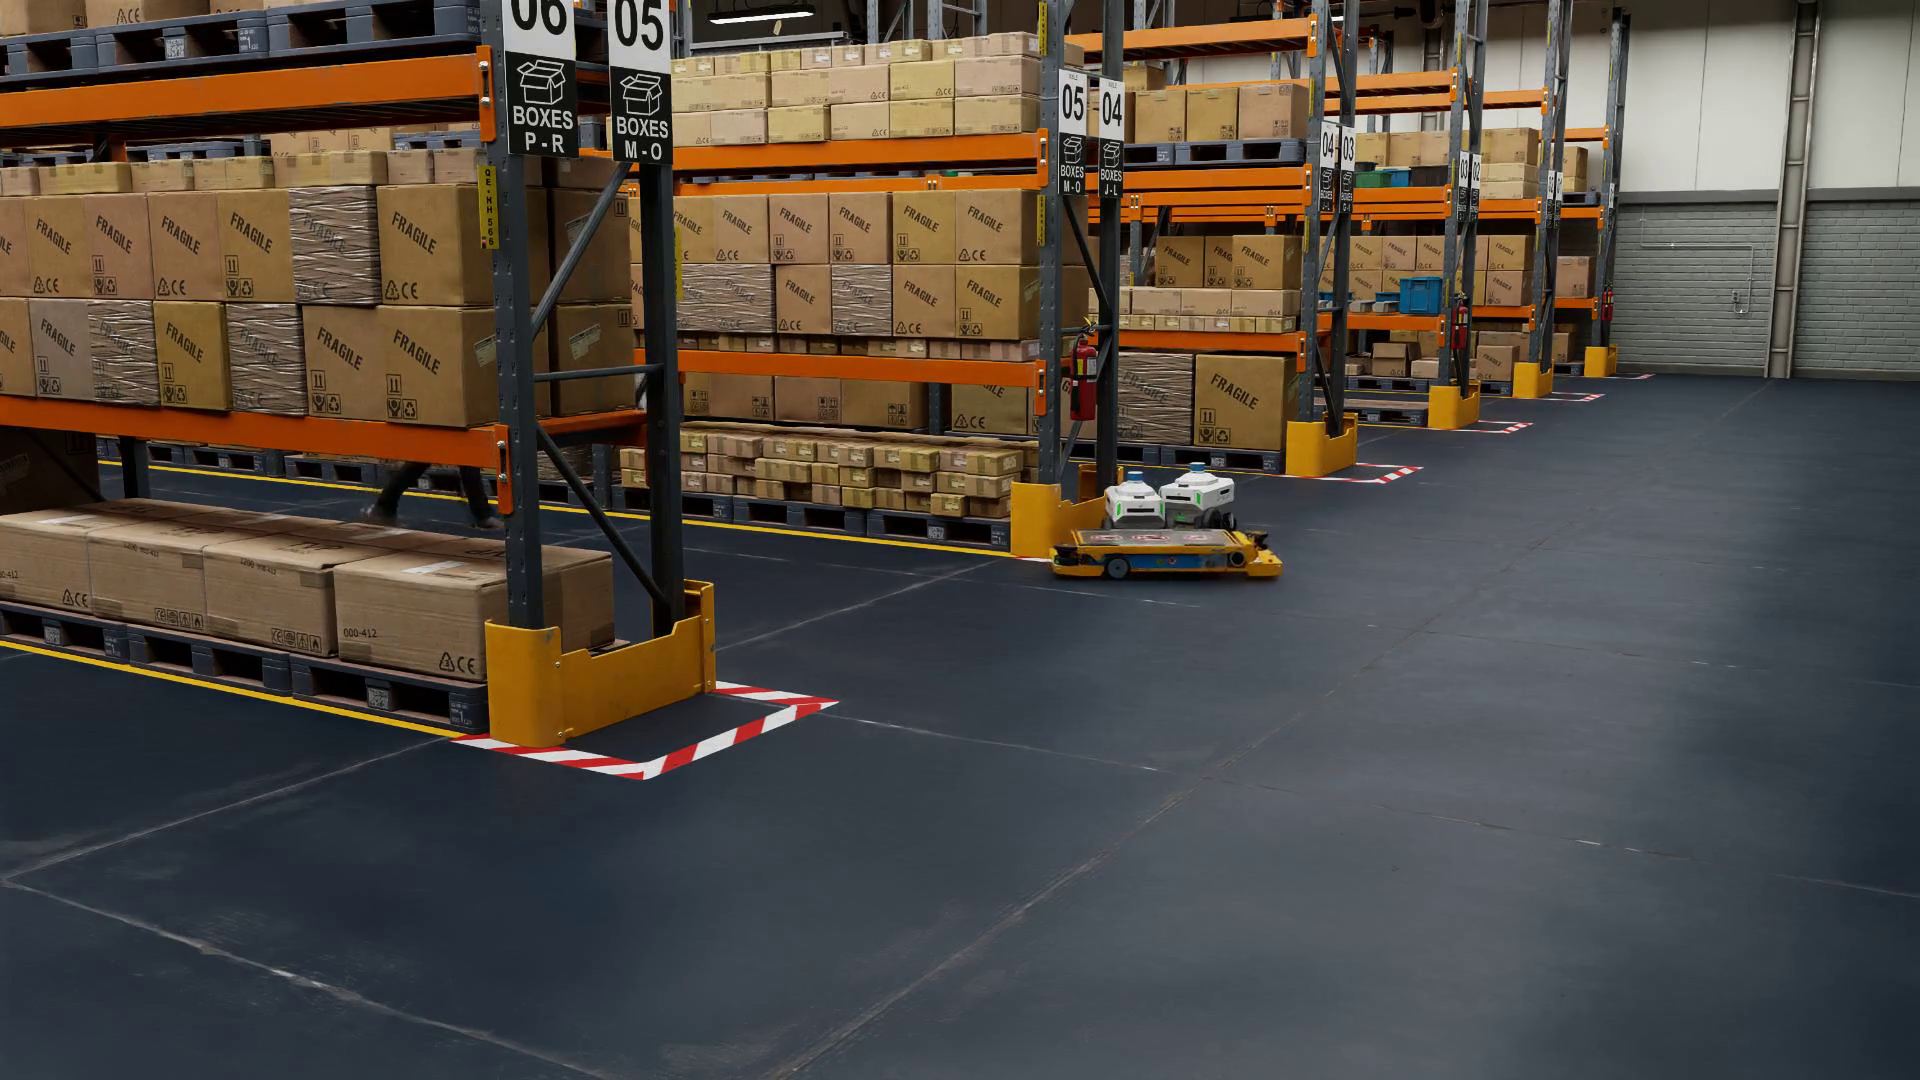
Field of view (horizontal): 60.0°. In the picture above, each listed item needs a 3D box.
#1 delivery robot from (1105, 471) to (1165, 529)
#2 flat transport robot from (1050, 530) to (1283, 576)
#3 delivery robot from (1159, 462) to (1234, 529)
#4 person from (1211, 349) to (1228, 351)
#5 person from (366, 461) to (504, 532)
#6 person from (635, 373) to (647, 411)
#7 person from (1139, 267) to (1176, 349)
[{"bbox_3d":[1.192,-0.226,11.378,0.477,0.478,0.707,0,10,-1],"label":"delivery robot"},{"bbox_3d":[1.308,0.076,10.714,1.431,0.197,0.652,0,10,0],"label":"flat transport robot"},{"bbox_3d":[1.694,-0.314,11.892,0.477,0.478,0.707,6,11,29],"label":"delivery robot"},{"bbox_3d":[3.841,-3.188,25.165,0.713,1.867,0.585,5,11,28],"label":"person"},{"bbox_3d":[-3.859,-1.000,12.164,1.003,1.943,0.669,1,10,8],"label":"person"},{"bbox_3d":[-3.538,-1.920,17.971,0.777,1.804,0.643,5,11,26],"label":"person"},{"bbox_3d":[2.238,-2.031,18.251,0.841,1.918,0.632,7,12,35],"label":"person"}]
